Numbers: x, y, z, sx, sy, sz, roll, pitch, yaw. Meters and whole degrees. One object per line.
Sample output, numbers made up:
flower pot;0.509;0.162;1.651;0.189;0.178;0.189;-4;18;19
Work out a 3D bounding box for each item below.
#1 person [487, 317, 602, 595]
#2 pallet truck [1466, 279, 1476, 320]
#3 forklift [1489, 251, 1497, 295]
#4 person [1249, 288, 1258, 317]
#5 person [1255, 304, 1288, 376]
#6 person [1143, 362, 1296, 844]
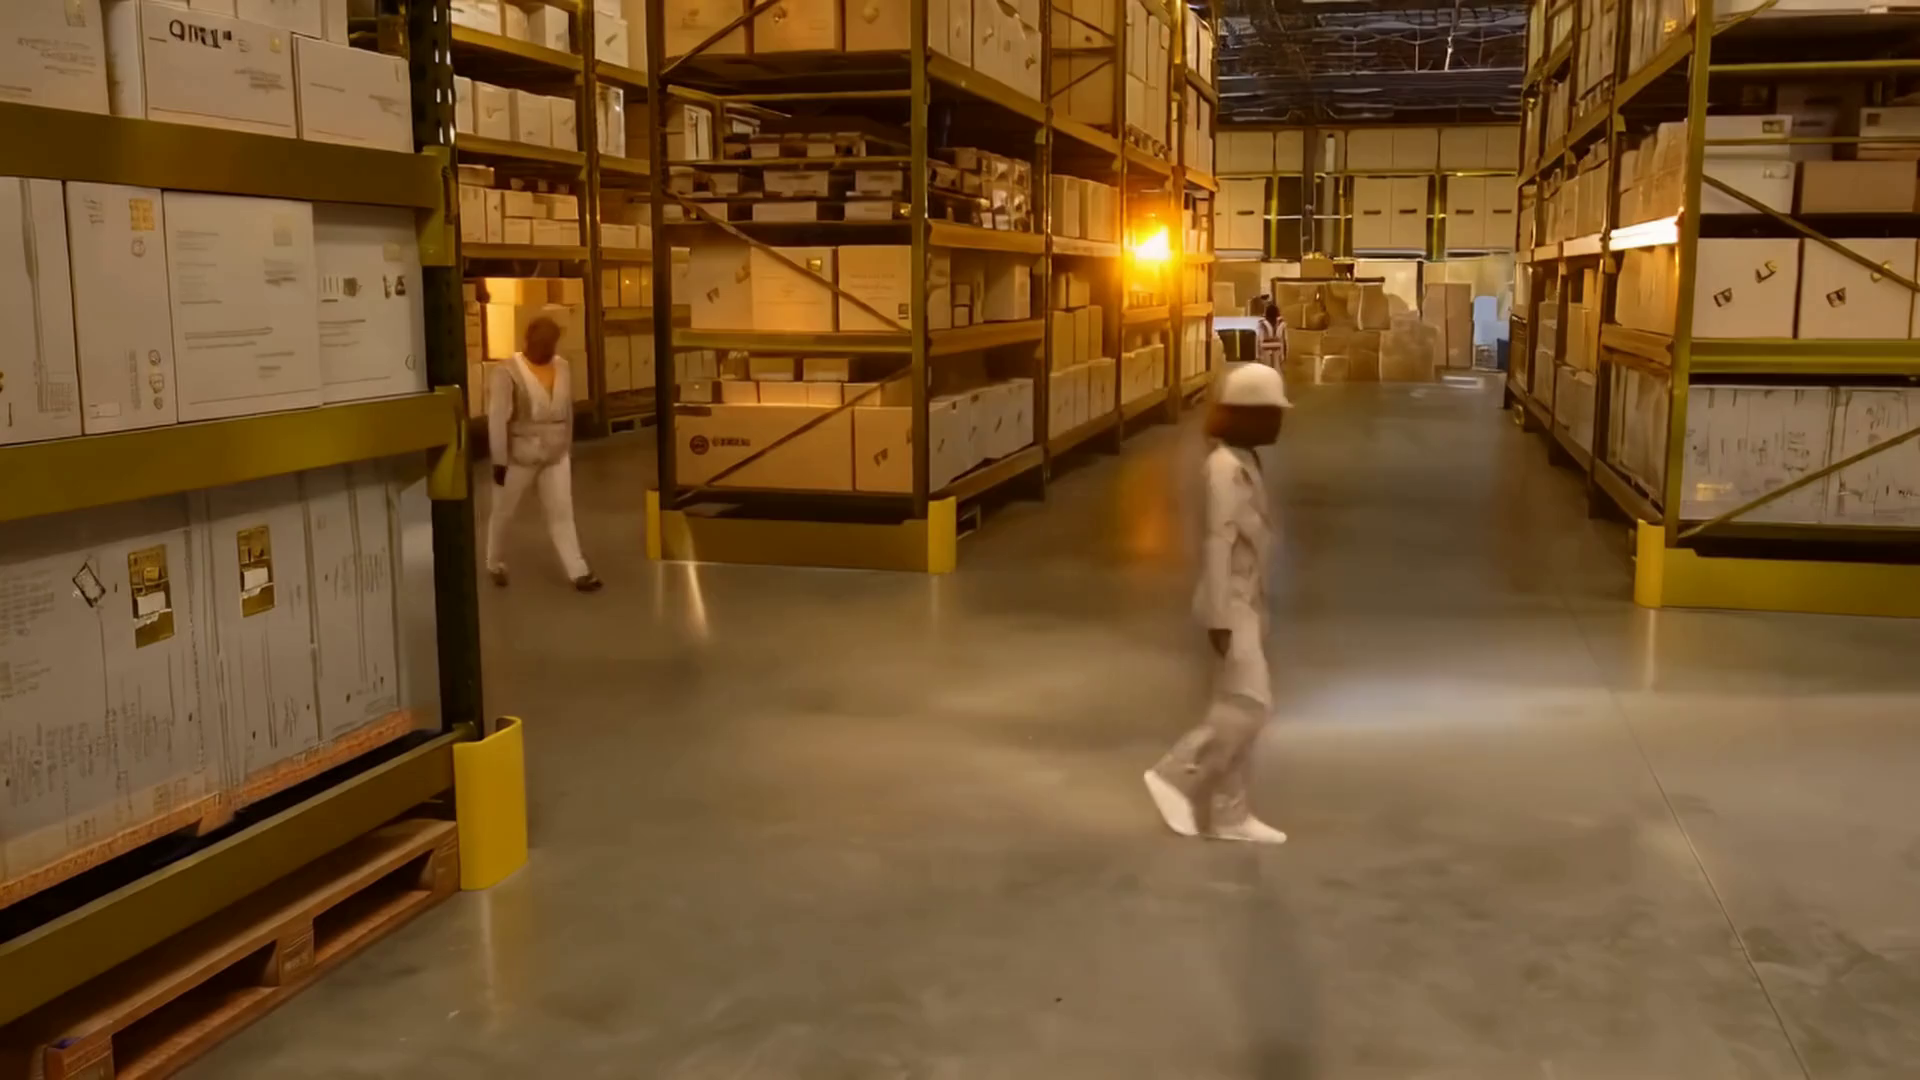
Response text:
person;-2.733;-0.534;10.674;0.999;1.780;0.685;8;12;43
pallet truck;18.896;-8.459;60.307;1.885;1.965;0.823;5;10;31
forklift;16.070;-7.134;49.097;1.129;2.768;1.873;-1;9;-4
person;11.683;-9.166;65.863;0.817;1.668;0.537;5;10;27
person;5.020;-2.993;26.820;0.536;1.593;0.835;1;9;8
person;0.956;0.238;5.878;0.424;1.727;0.510;3;9;20
